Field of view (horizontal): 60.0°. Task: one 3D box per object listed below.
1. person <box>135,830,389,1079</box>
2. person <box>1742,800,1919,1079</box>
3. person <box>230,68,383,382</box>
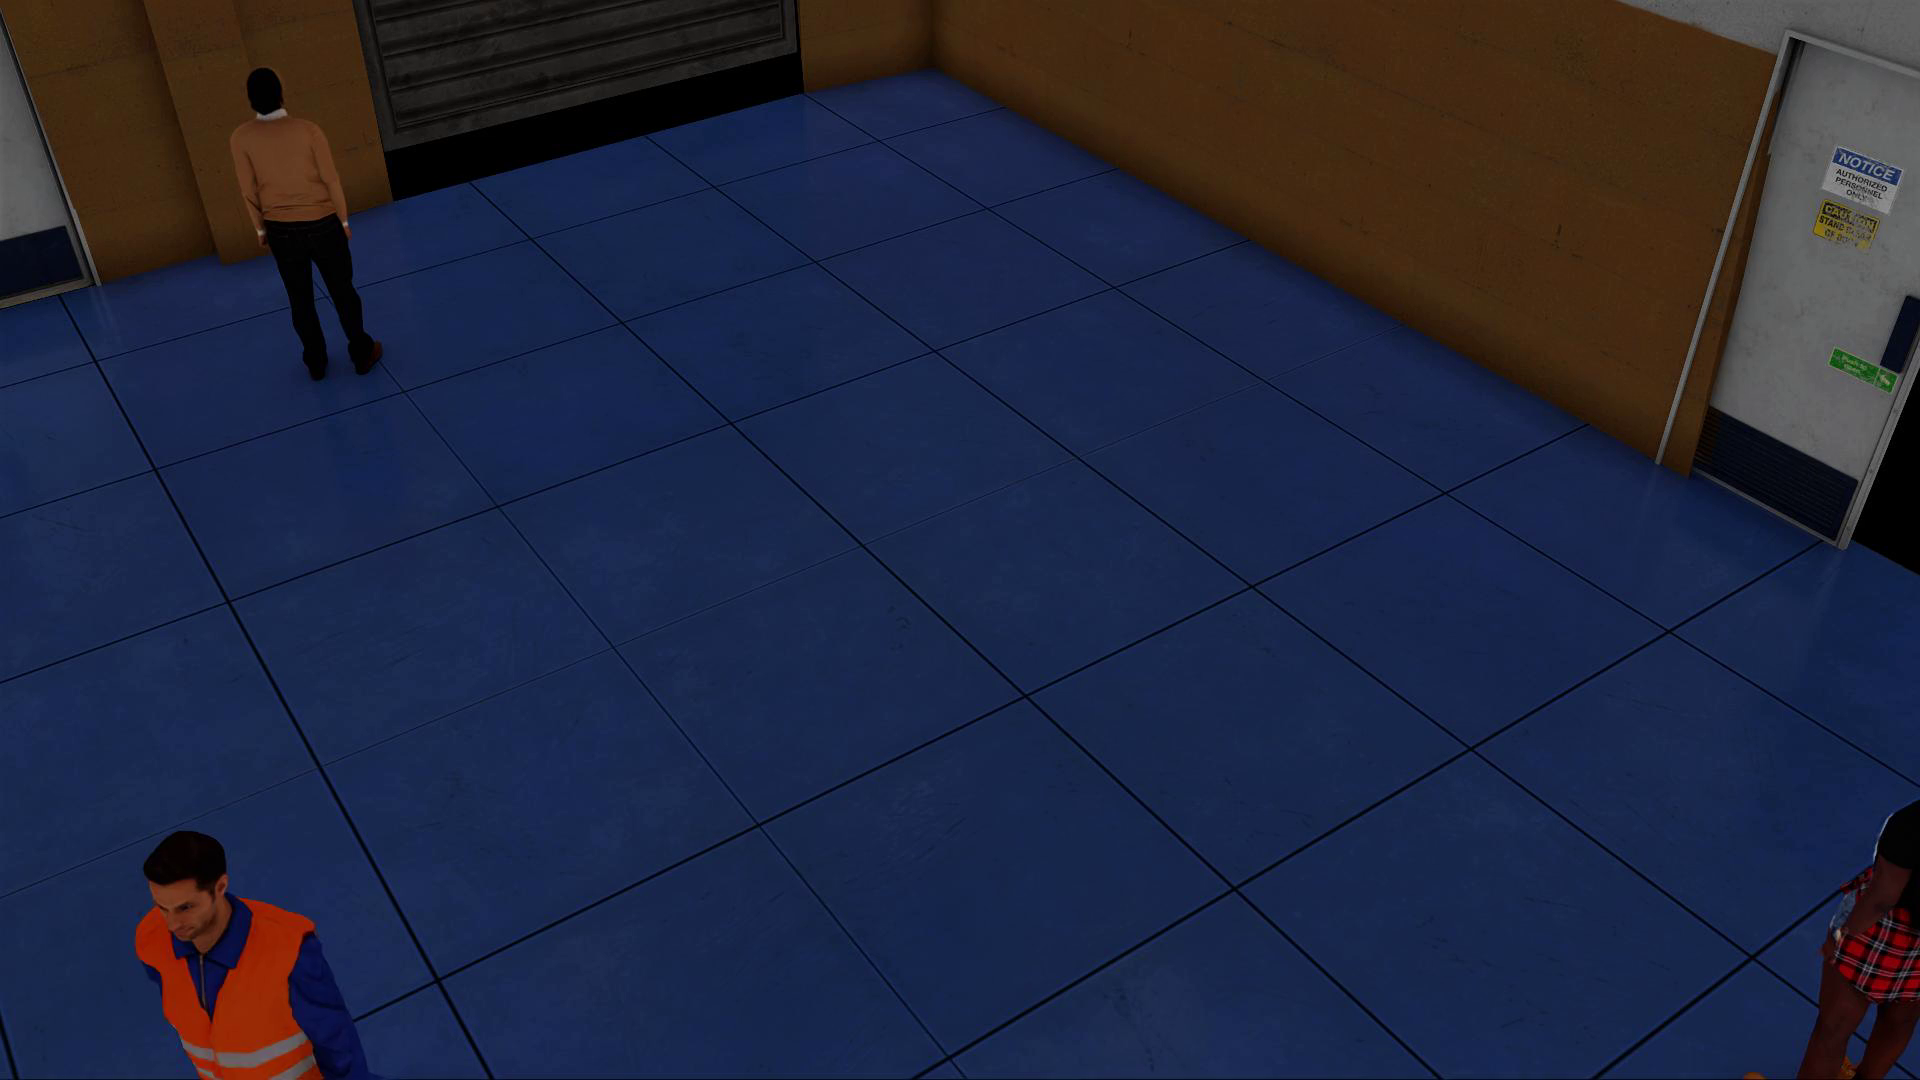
[{"bbox_3d":[-1.900,1.435,4.717,1.256,1.823,1.201,0,37,0],"label":"person"},{"bbox_3d":[2.862,1.221,5.081,0.643,1.729,0.749,-9,38,-12],"label":"person"},{"bbox_3d":[-3.521,-1.673,8.915,0.683,1.754,0.807,-6,37,-8],"label":"person"}]
